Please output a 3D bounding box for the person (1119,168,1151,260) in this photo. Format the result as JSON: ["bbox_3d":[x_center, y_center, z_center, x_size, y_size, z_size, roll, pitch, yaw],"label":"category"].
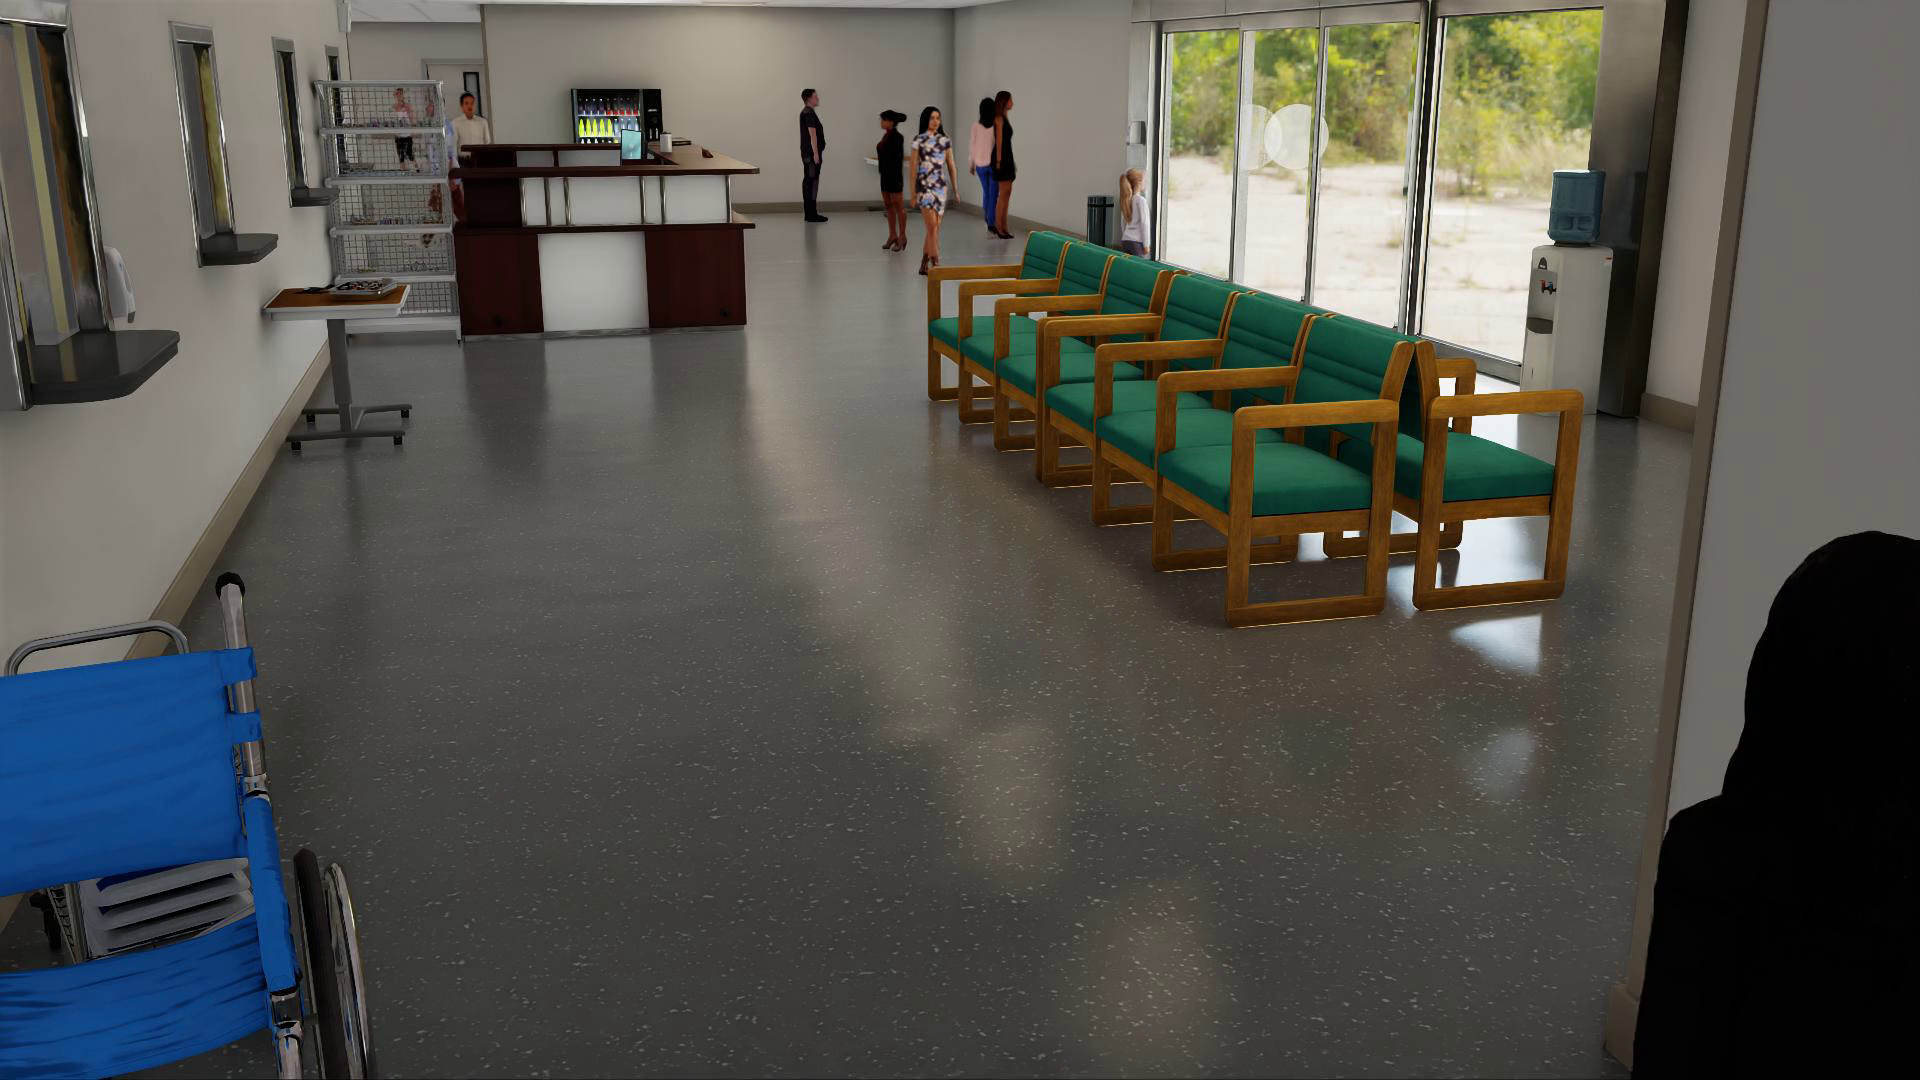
[{"bbox_3d":[1.505,-2.575,14.417,0.571,1.278,0.543,-9,18,-29],"label":"person"}]

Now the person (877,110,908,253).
[{"bbox_3d":[-0.803,-4.257,19.724,0.640,1.635,0.605,-8,17,-25],"label":"person"}]

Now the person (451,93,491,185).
[{"bbox_3d":[-6.334,-4.836,21.546,1.143,1.762,0.854,-7,17,-22],"label":"person"}]

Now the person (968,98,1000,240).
[{"bbox_3d":[0.333,-4.714,21.141,0.796,1.746,0.883,7,17,24],"label":"person"}]

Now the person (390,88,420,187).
[{"bbox_3d":[-10.310,-7.488,30.929,0.966,1.775,0.904,2,16,9],"label":"person"}]

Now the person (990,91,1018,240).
[{"bbox_3d":[0.483,-4.731,21.046,0.713,1.830,0.717,4,16,13],"label":"person"}]

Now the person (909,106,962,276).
[{"bbox_3d":[-0.318,-3.539,17.050,0.942,1.705,0.800,-9,18,-28],"label":"person"}]

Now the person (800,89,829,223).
[{"bbox_3d":[-2.114,-5.476,23.659,0.578,1.846,0.711,-3,16,-12],"label":"person"}]

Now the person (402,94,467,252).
[{"bbox_3d":[-5.876,-4.219,19.301,1.039,1.792,0.705,-4,16,-14],"label":"person"}]

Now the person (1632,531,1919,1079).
[{"bbox_3d":[0.979,0.806,1.825,0.681,1.604,0.779,0,16,-1],"label":"person"}]
